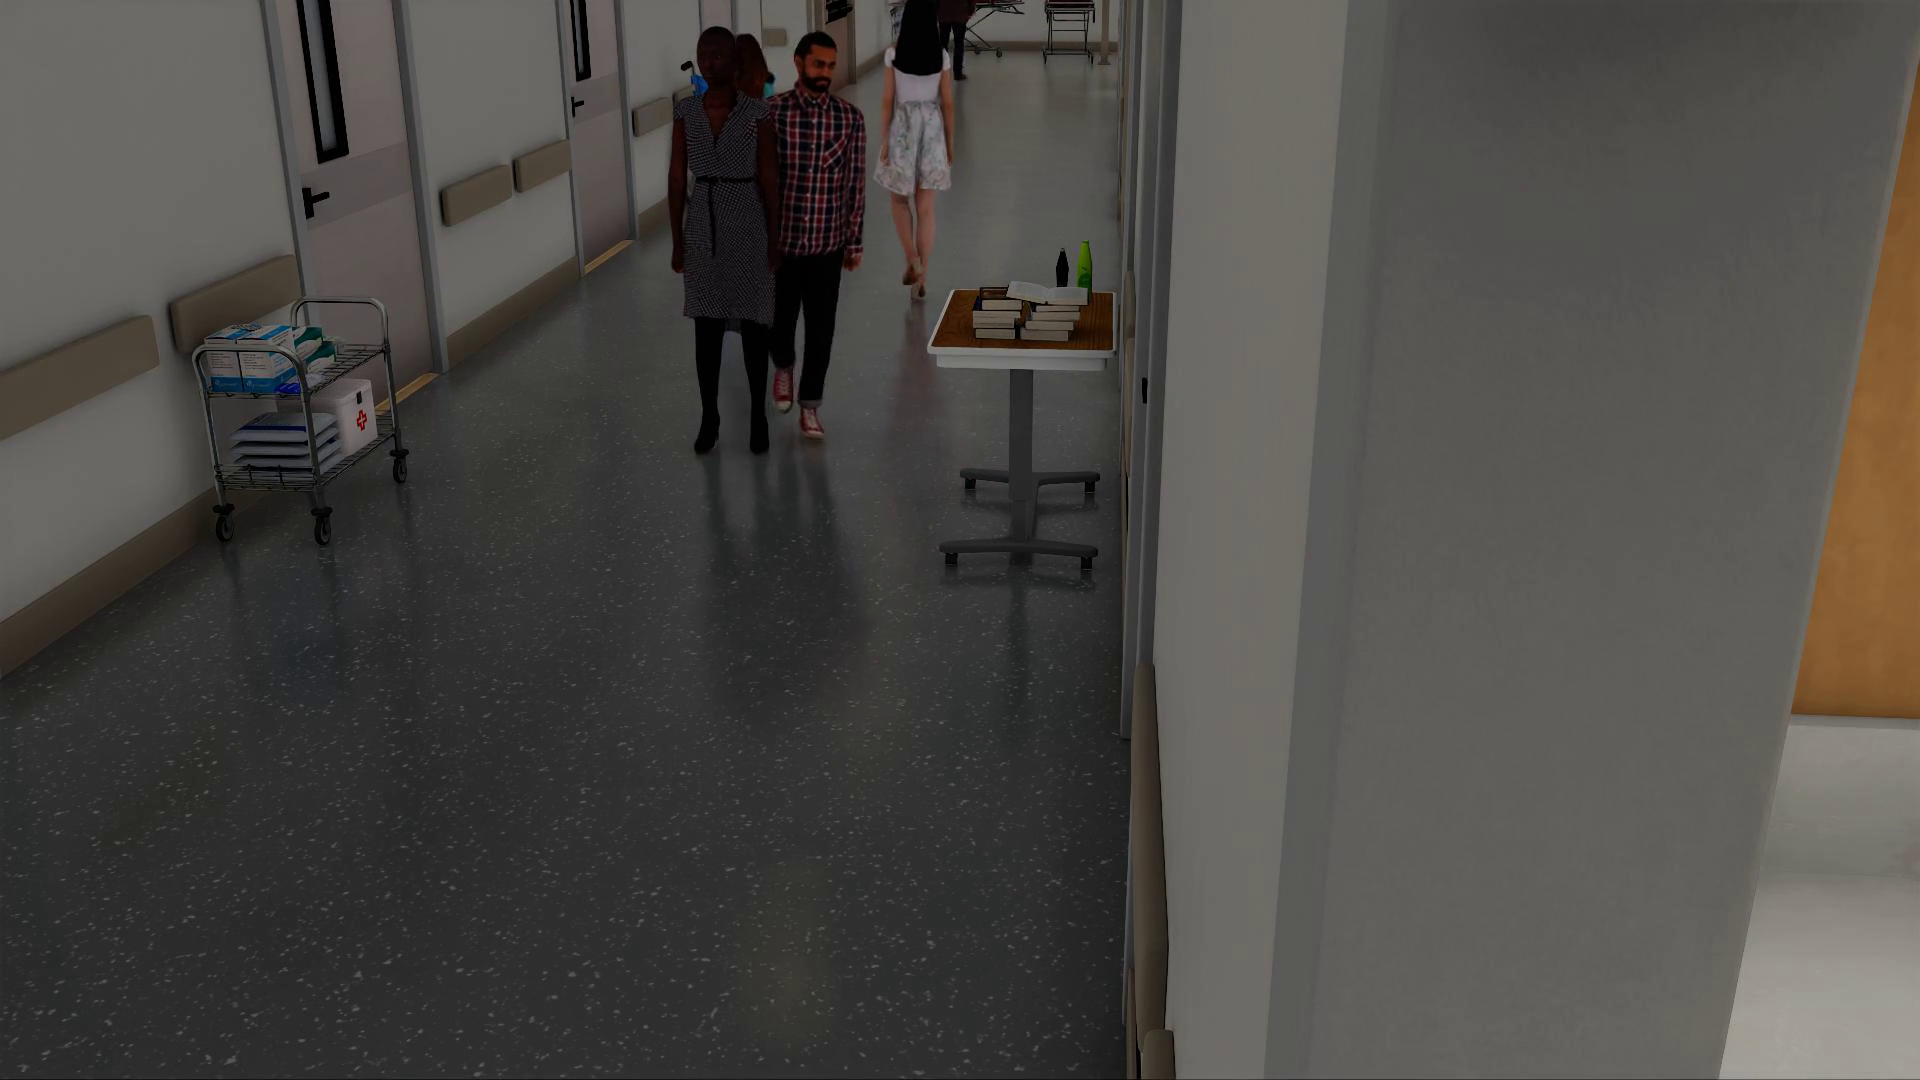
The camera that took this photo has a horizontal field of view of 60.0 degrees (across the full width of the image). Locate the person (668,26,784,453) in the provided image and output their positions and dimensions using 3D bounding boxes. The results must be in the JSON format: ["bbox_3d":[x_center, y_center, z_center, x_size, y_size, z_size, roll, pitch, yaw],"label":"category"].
[{"bbox_3d":[-0.983,-1.247,7.053,0.628,1.788,0.524,1,21,3],"label":"person"}]

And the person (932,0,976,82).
[{"bbox_3d":[-0.109,-7.310,22.976,0.758,1.848,0.674,5,21,13],"label":"person"}]

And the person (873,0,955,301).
[{"bbox_3d":[-0.247,-2.281,9.817,0.698,1.764,0.748,-2,21,-6],"label":"person"}]

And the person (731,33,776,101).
[{"bbox_3d":[-1.414,-2.486,10.783,0.662,1.462,0.978,4,21,11],"label":"person"}]

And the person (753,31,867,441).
[{"bbox_3d":[-0.701,-1.345,7.374,0.847,1.743,0.938,-3,21,-8],"label":"person"}]
